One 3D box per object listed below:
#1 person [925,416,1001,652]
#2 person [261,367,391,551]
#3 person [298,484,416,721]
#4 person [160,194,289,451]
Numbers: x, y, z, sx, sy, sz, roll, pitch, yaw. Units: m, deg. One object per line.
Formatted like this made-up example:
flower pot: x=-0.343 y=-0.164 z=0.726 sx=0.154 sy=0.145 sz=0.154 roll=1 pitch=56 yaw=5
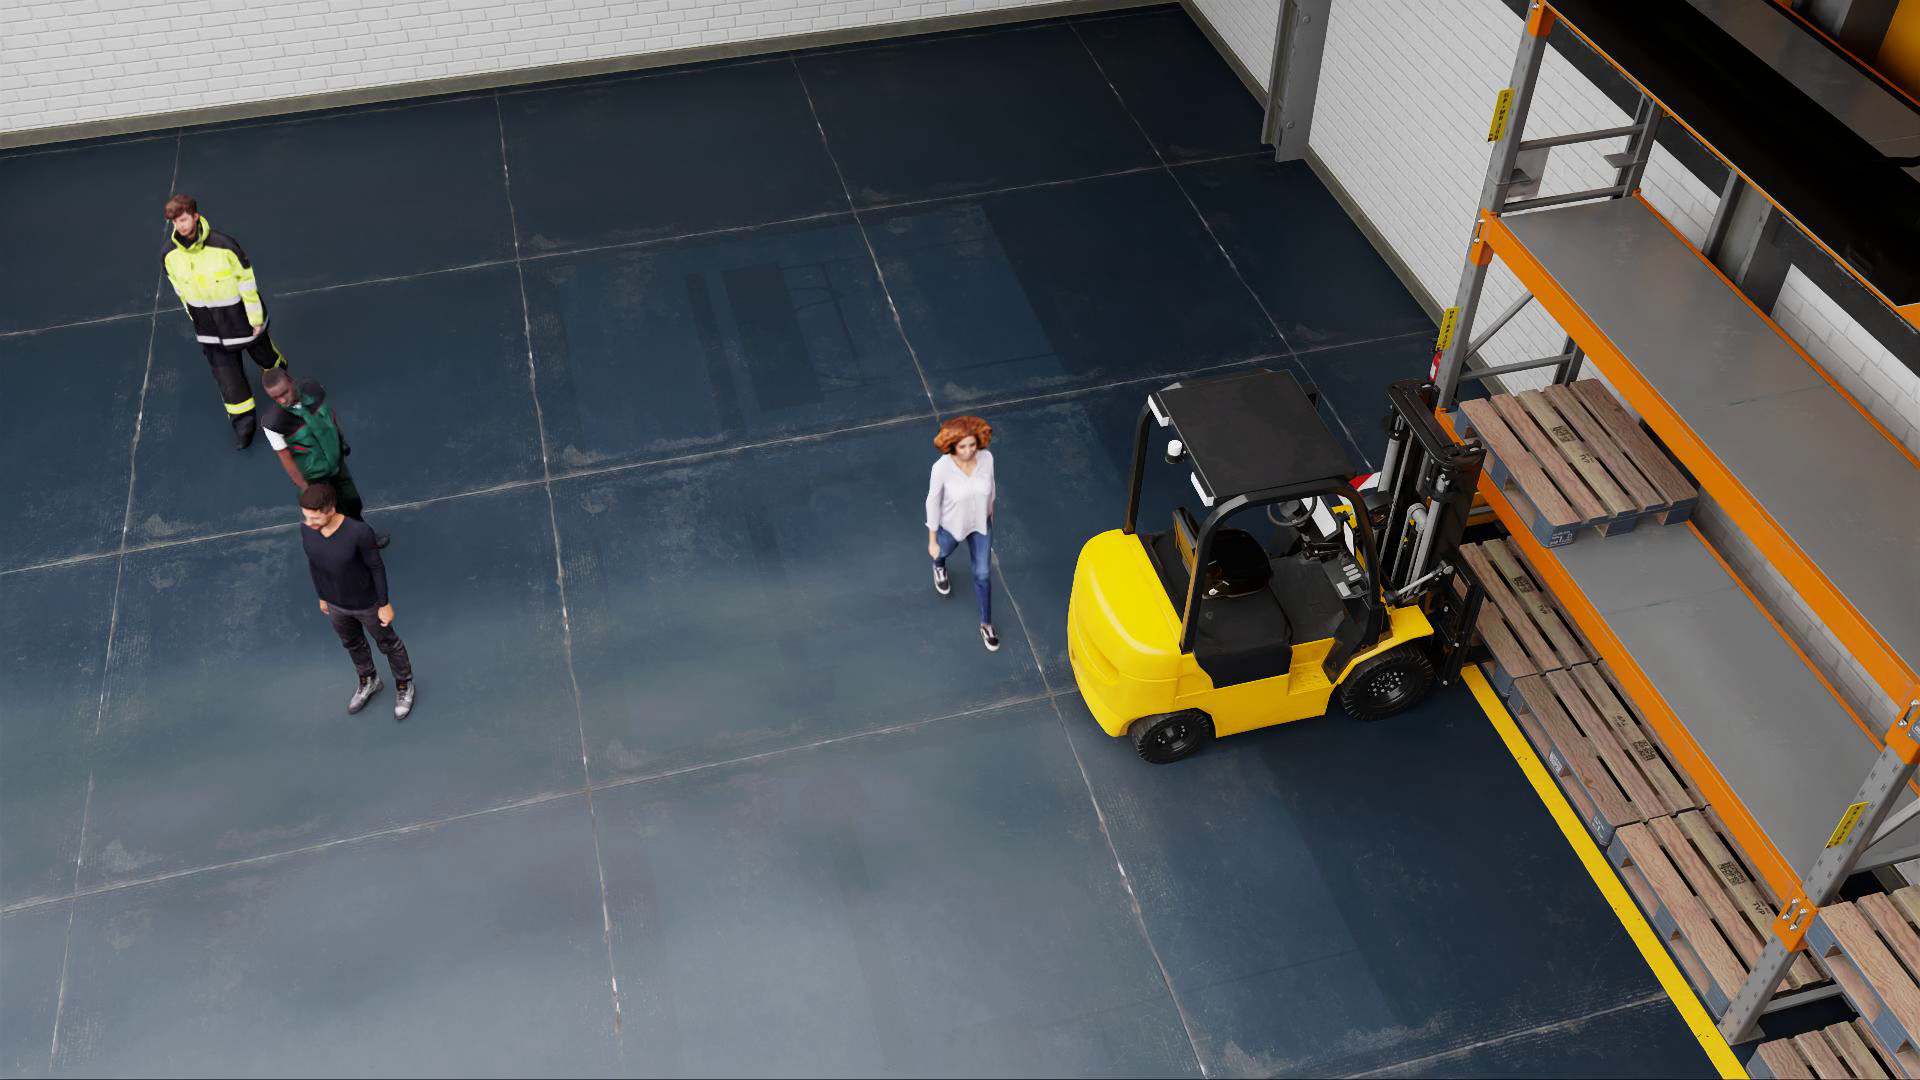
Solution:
person: x=-0.016 y=-0.178 z=10.919 sx=0.681 sy=1.669 sz=1.138 roll=-12 pitch=45 yaw=-12
person: x=-4.297 y=-0.512 z=11.161 sx=0.934 sy=1.818 sz=0.817 roll=5 pitch=44 yaw=5
person: x=-3.719 y=0.348 z=10.222 sx=0.716 sy=1.869 sz=0.704 roll=8 pitch=44 yaw=8
person: x=-5.416 y=-1.741 z=12.363 sx=0.814 sy=1.940 sz=1.243 roll=-7 pitch=44 yaw=-7
